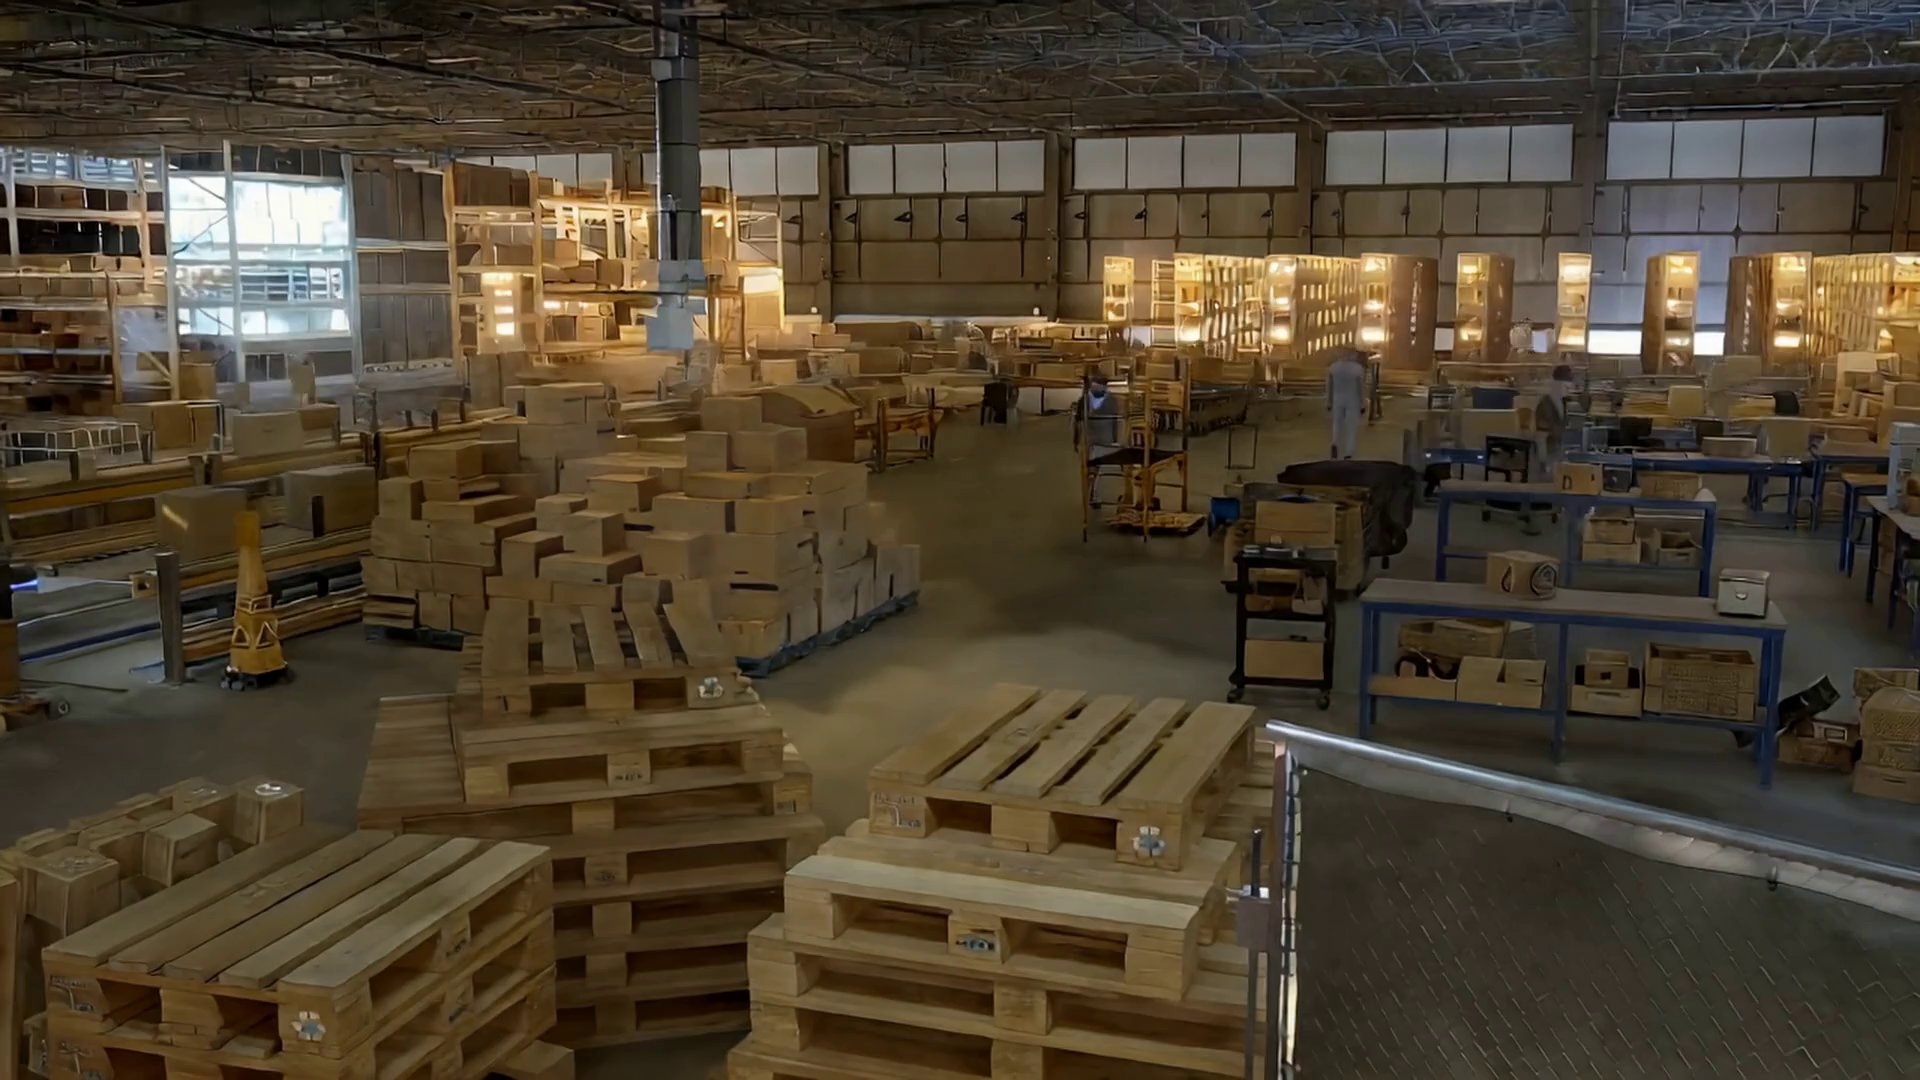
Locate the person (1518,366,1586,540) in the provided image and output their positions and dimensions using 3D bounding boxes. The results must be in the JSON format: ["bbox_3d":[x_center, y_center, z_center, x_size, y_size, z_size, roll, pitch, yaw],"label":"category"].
[{"bbox_3d":[6.820,-0.978,18.996,0.916,1.986,0.660,9,12,43],"label":"person"}]

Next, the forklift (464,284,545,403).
[{"bbox_3d":[-10.832,-4.702,39.610,1.129,2.768,1.873,3,10,20],"label":"forklift"}]

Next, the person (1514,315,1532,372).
[{"bbox_3d":[16.950,-5.838,50.019,0.589,1.834,0.403,-2,9,-11],"label":"person"}]

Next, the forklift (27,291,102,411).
[{"bbox_3d":[-19.592,-4.241,36.716,1.873,2.768,1.129,3,10,20],"label":"forklift"}]

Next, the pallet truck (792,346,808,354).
[{"bbox_3d":[-3.705,-4.298,42.022,0.653,1.274,1.630,3,10,20],"label":"pallet truck"}]

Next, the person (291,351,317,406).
[{"bbox_3d":[-12.243,-2.719,31.123,0.563,1.611,0.524,6,11,32],"label":"person"}]

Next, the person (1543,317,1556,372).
[{"bbox_3d":[17.352,-5.627,48.770,0.472,1.811,0.637,1,9,4],"label":"person"}]

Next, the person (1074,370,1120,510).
[{"bbox_3d":[1.790,-1.315,21.659,0.593,1.814,0.601,3,10,18],"label":"person"}]

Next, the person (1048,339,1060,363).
[{"bbox_3d":[2.499,-4.869,44.193,0.457,1.751,0.546,5,10,28],"label":"person"}]

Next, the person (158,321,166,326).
[{"bbox_3d":[-20.252,-4.646,42.437,0.667,1.864,0.924,9,13,43],"label":"person"}]

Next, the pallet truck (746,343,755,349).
[{"bbox_3d":[-6.183,-4.618,44.264,1.601,1.201,0.680,-9,12,-43],"label":"pallet truck"}]

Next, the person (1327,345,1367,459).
[{"bbox_3d":[6.416,-2.286,27.536,0.665,1.888,0.433,6,11,31],"label":"person"}]

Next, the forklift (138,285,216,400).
[{"bbox_3d":[-17.480,-4.200,36.461,1.873,2.768,1.129,3,10,19],"label":"forklift"}]

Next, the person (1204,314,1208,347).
[{"bbox_3d":[7.582,-6.161,51.555,0.392,1.991,0.613,0,9,3],"label":"person"}]

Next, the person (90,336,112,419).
[{"bbox_3d":[-18.157,-3.434,35.147,0.368,1.749,0.540,1,9,9],"label":"person"}]
